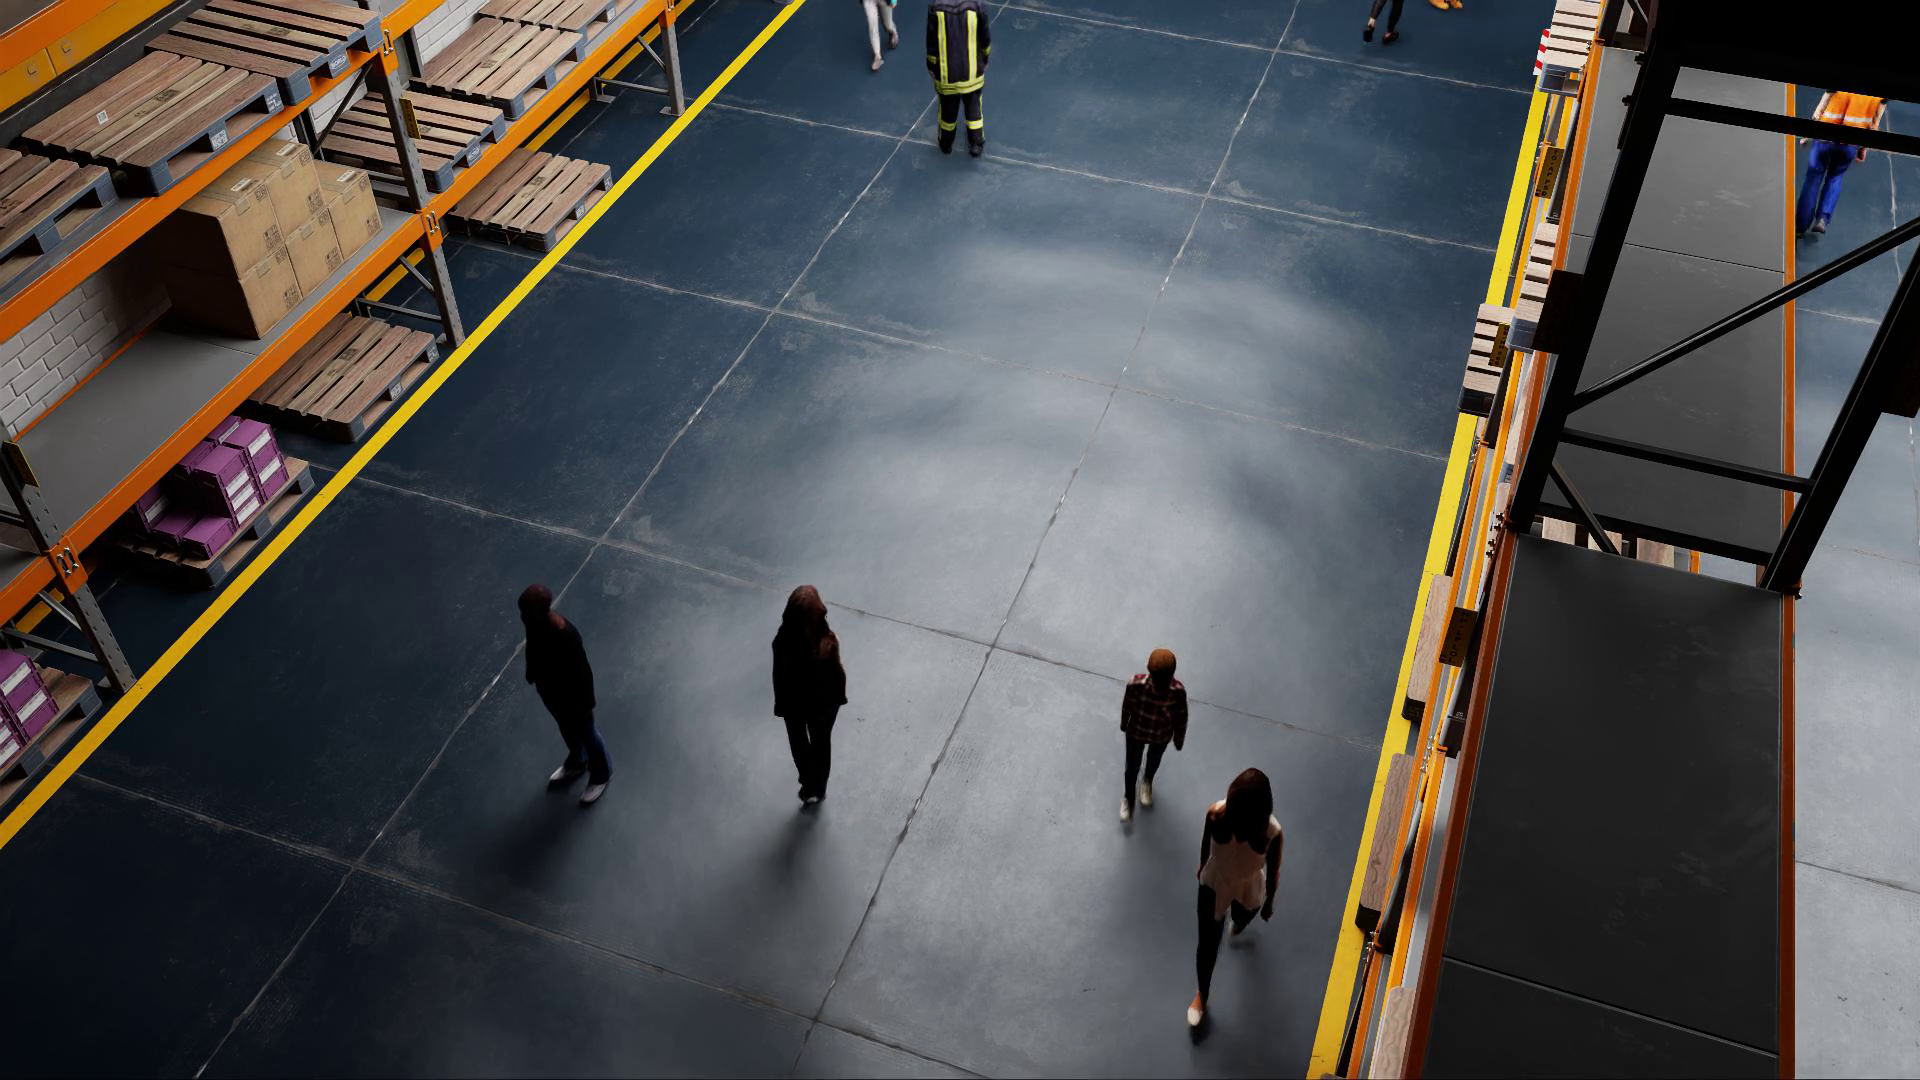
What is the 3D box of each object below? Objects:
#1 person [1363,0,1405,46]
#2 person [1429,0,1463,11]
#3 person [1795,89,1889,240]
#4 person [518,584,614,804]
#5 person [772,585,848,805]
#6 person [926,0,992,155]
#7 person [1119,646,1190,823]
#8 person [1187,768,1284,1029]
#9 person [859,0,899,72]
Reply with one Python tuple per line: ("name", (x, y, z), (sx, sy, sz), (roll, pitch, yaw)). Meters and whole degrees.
("person", (4.393, -5.788, 16.855), (0.772, 1.696, 0.919), (31, 51, 28))
("person", (5.187, -6.426, 17.524), (0.743, 1.698, 0.835), (-33, 53, -30))
("person", (7.501, -3.372, 14.192), (0.718, 1.872, 0.731), (9, 44, 9))
("person", (-2.330, 0.876, 9.824), (0.653, 1.747, 0.628), (26, 49, 25))
("person", (-0.884, 0.984, 9.720), (0.759, 1.734, 0.844), (-4, 44, -4))
("person", (-0.016, -4.425, 15.297), (0.869, 1.873, 0.855), (-3, 44, -3))
("person", (1.146, 1.071, 9.944), (0.617, 1.299, 0.686), (5, 44, 6))
("person", (1.493, 1.780, 8.870), (0.644, 1.754, 1.096), (17, 46, 17))
("person", (-0.812, -5.509, 16.717), (0.658, 1.483, 0.863), (5, 44, 5))
